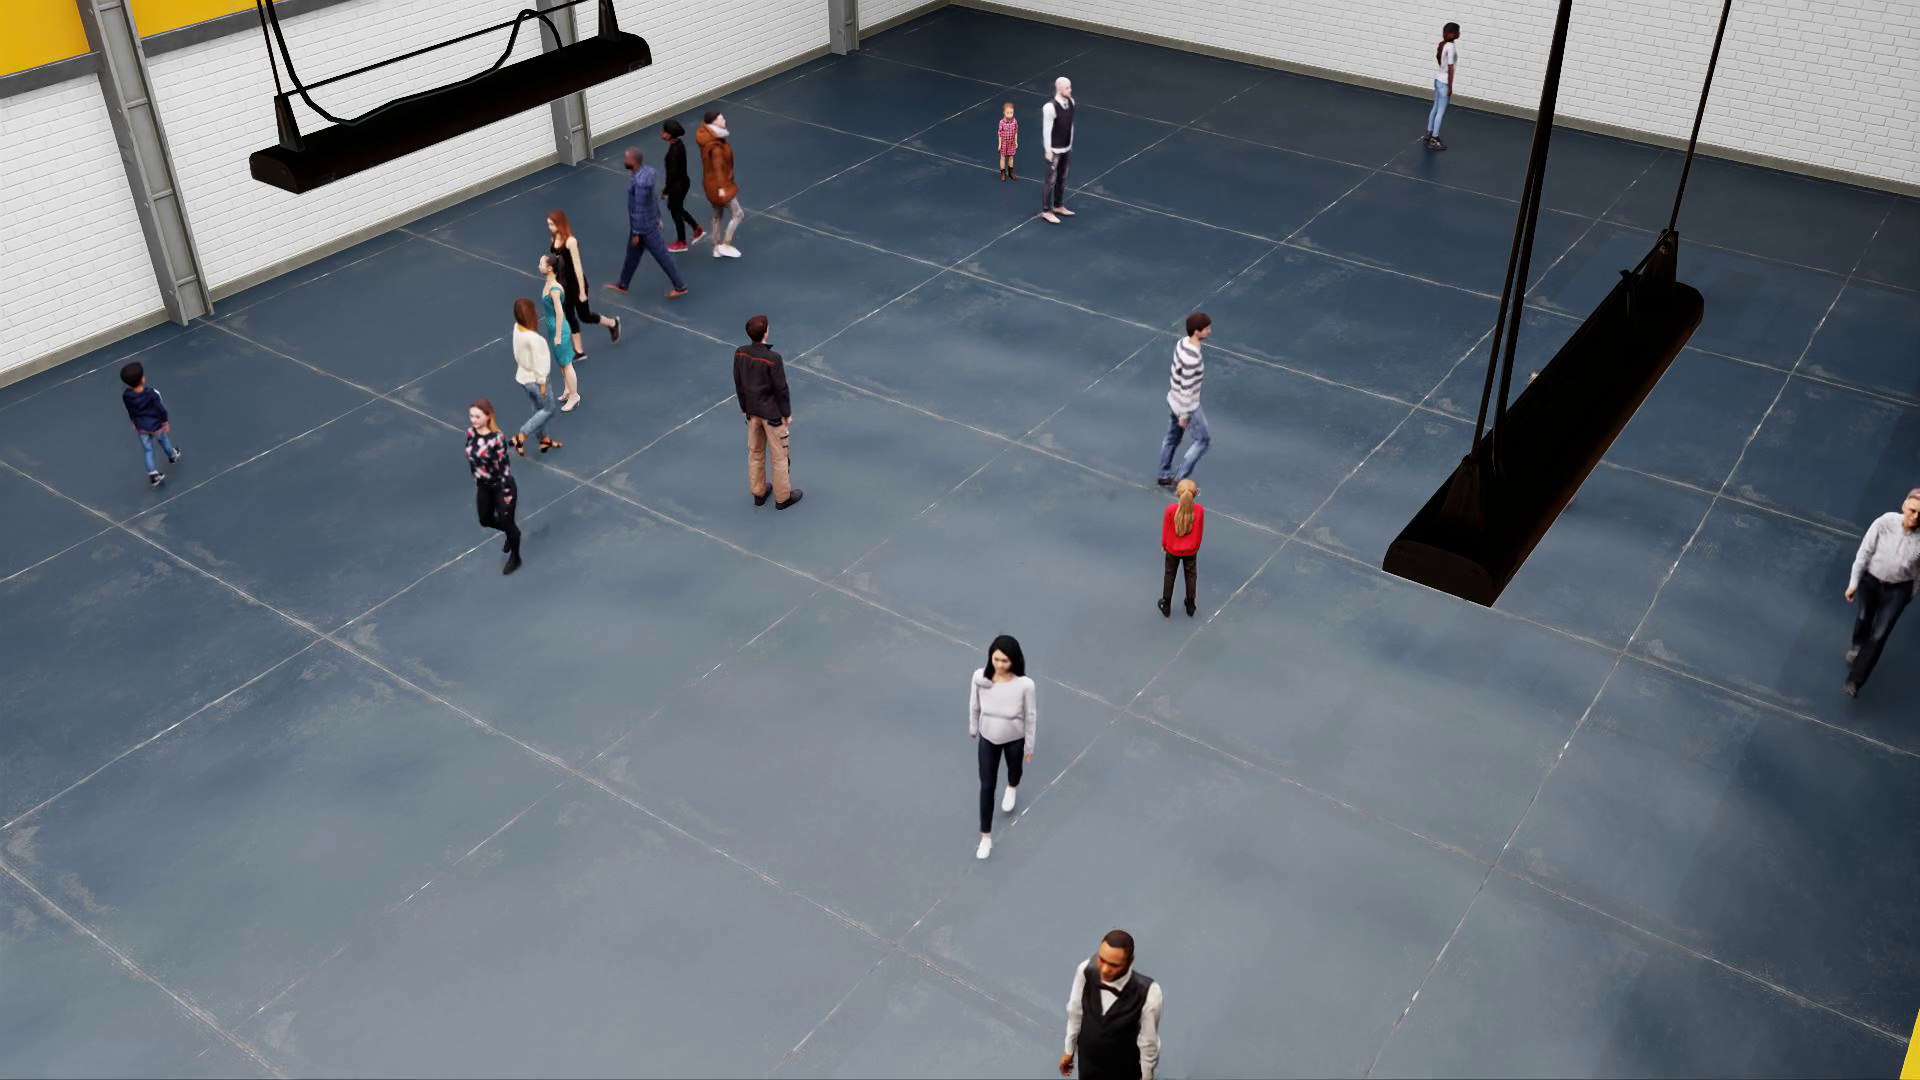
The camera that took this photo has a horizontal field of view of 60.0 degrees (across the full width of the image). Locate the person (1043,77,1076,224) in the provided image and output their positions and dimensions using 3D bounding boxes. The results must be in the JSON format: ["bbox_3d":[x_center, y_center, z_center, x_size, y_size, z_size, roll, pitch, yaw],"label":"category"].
[{"bbox_3d":[1.228,-4.903,20.842,0.769,1.824,0.558,26,42,34],"label":"person"}]

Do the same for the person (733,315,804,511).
[{"bbox_3d":[-1.771,-1.161,15.121,0.735,1.925,0.664,14,36,20],"label":"person"}]

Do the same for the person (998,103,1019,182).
[{"bbox_3d":[0.643,-5.334,22.213,0.498,1.023,0.562,-8,34,-12],"label":"person"}]

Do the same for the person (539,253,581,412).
[{"bbox_3d":[-4.043,-2.107,16.759,0.654,1.687,0.626,-11,35,-16],"label":"person"}]

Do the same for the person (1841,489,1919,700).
[{"bbox_3d":[7.262,0.320,13.045,0.666,1.756,1.173,23,40,30],"label":"person"}]

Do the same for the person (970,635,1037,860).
[{"bbox_3d":[0.327,1.328,11.622,0.923,1.653,1.174,6,34,9],"label":"person"}]

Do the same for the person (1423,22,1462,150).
[{"bbox_3d":[6.704,-6.314,23.060,0.732,1.719,0.644,-1,34,-1],"label":"person"}]

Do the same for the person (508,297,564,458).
[{"bbox_3d":[-4.146,-1.513,15.885,0.888,1.666,0.765,-23,40,-30],"label":"person"}]

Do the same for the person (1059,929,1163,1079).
[{"bbox_3d":[0.881,2.795,9.188,0.718,1.905,0.805,24,40,31],"label":"person"}]

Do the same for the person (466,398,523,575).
[{"bbox_3d":[-3.957,-0.505,14.364,0.645,1.671,0.703,13,36,19],"label":"person"}]

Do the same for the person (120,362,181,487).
[{"bbox_3d":[-7.661,-1.078,15.658,0.829,1.192,0.917,-3,34,-4],"label":"person"}]

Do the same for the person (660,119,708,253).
[{"bbox_3d":[-3.322,-4.246,20.003,0.879,1.658,0.827,0,34,0],"label":"person"}]

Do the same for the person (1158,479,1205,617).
[{"bbox_3d":[1.849,0.058,13.868,0.566,1.281,0.611,-1,34,-1],"label":"person"}]

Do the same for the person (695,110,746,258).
[{"bbox_3d":[-2.940,-4.204,19.784,0.859,1.830,0.842,-15,37,-22],"label":"person"}]

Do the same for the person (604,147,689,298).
[{"bbox_3d":[-3.464,-3.547,18.858,1.238,1.761,1.240,-3,34,-5],"label":"person"}]

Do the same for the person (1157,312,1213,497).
[{"bbox_3d":[1.980,-1.257,15.345,0.880,1.836,0.811,-3,34,-4],"label":"person"}]

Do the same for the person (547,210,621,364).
[{"bbox_3d":[-4.028,-2.717,17.661,0.704,1.704,0.989,24,40,31],"label":"person"}]
